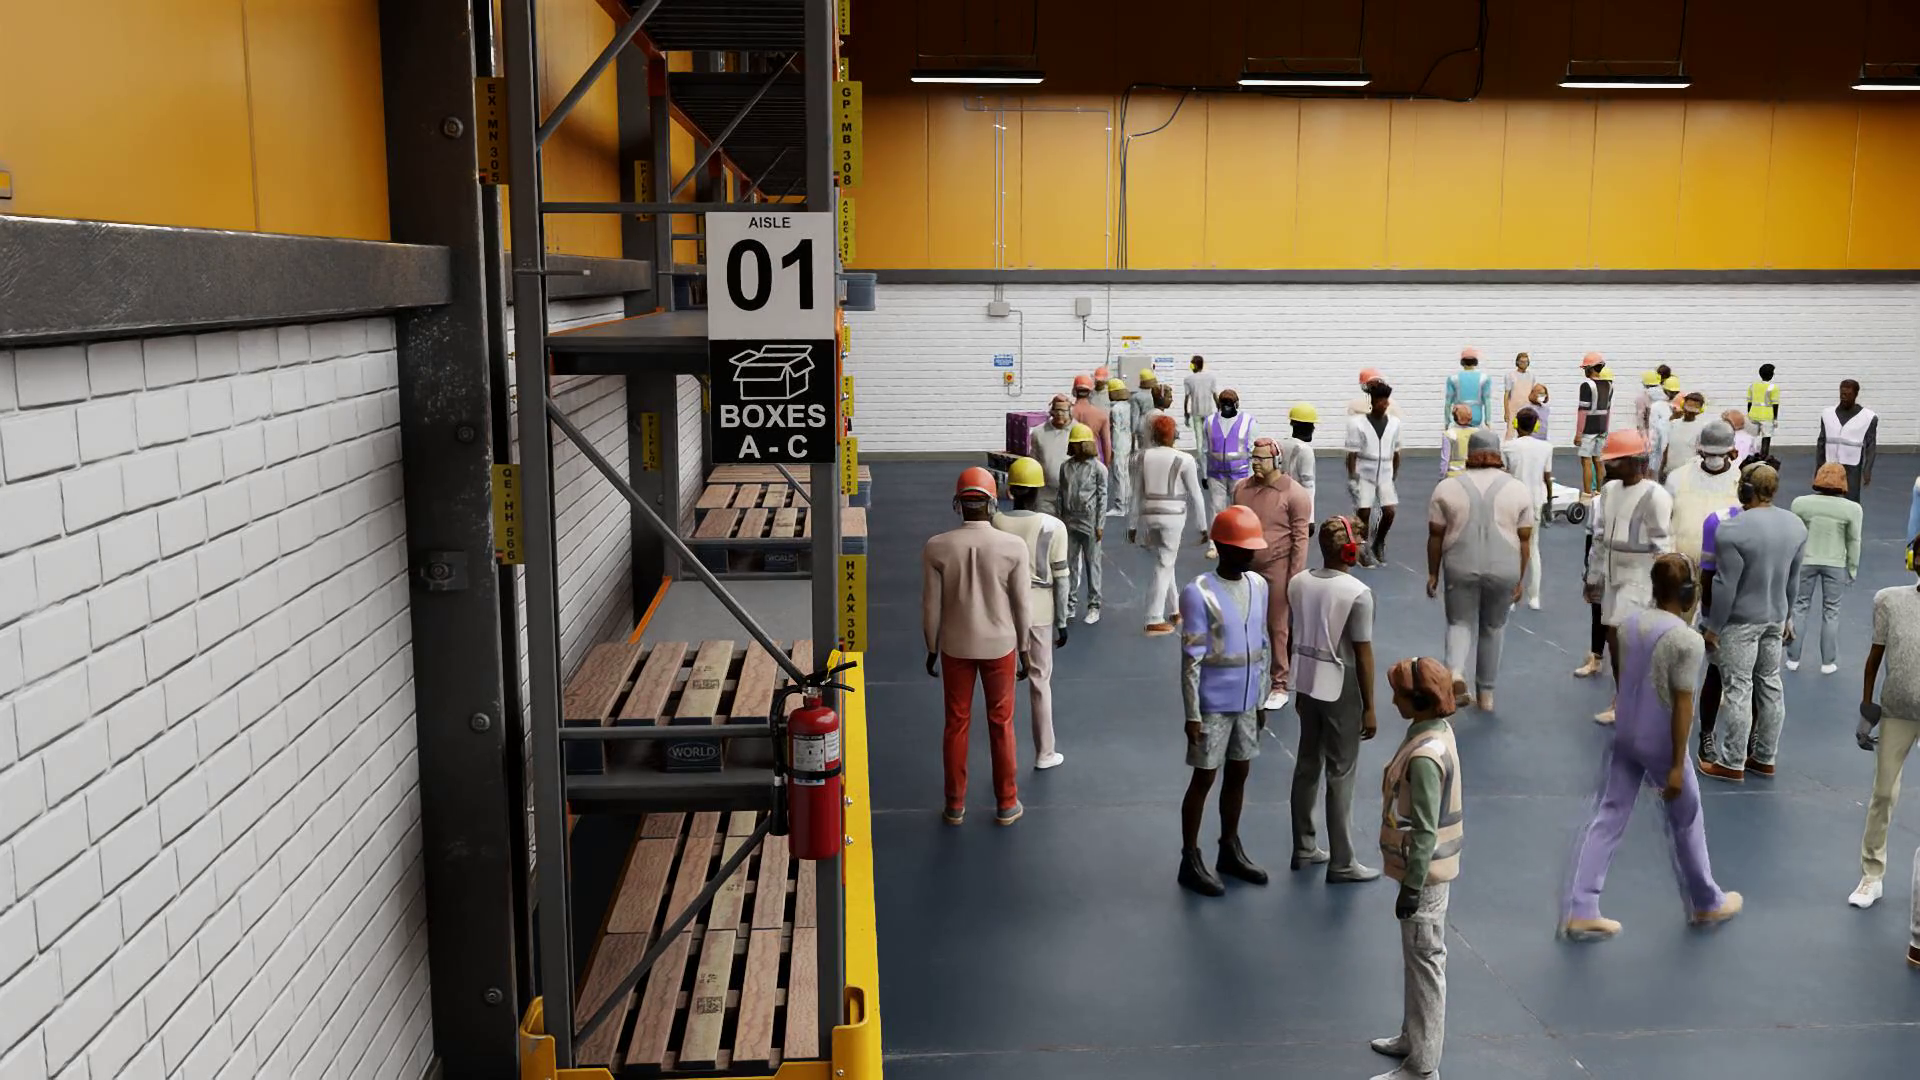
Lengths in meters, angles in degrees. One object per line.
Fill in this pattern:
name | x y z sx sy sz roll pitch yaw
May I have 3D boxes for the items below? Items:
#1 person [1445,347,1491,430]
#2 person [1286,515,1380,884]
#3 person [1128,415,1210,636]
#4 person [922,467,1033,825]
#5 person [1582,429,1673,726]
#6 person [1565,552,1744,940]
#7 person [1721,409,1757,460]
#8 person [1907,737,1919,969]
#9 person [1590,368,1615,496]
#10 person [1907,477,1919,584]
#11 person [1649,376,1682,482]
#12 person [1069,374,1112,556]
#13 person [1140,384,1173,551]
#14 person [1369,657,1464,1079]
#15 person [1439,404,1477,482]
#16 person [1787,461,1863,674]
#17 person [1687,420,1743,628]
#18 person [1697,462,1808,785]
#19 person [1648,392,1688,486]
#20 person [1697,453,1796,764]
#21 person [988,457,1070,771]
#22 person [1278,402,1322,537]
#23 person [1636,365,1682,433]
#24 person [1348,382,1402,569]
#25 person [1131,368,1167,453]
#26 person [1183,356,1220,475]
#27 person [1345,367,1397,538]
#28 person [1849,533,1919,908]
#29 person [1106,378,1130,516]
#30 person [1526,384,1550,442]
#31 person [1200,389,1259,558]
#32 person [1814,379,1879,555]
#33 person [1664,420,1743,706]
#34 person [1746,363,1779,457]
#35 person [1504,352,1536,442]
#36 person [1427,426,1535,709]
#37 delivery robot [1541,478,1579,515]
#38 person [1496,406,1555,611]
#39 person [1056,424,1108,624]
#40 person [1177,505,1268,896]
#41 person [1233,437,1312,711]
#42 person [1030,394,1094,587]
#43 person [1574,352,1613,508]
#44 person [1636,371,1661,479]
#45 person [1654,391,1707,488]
person | 7.217 -1.731 23.658 0.620 2.012 0.656 3 9 16
person | 1.851 0.793 8.343 0.388 1.847 0.563 -5 11 -31
person | 1.816 -0.140 14.214 0.647 1.832 0.902 7 12 39
person | 0.100 0.590 9.181 0.611 1.986 0.393 1 9 6
person | 4.445 0.266 11.136 0.429 2.012 0.649 -2 9 -14
person | 3.192 0.942 7.614 0.982 1.785 0.513 -4 10 -24
person | 8.174 -0.565 17.565 0.531 1.624 0.436 -1 9 -6
person | 4.374 0.952 7.224 0.572 1.887 0.356 -9 13 -44
person | 8.821 -1.484 22.895 0.308 1.769 0.524 8 12 41
person | 7.726 0.068 12.983 0.593 1.823 0.403 6 11 33
person | 9.101 -1.227 21.333 0.571 1.744 0.532 -1 9 -5
person | 1.339 -0.838 18.242 0.649 1.951 0.938 1 9 4
person | 2.182 -0.805 18.381 0.325 1.843 0.517 -2 9 -14
person | 1.716 1.235 6.218 0.308 1.640 0.514 3 9 16
person | 5.445 -0.658 18.101 0.513 1.641 0.309 -3 9 -17
person | 6.582 0.211 12.701 0.503 1.626 0.275 6 11 34
person | 6.252 -0.074 13.794 0.504 1.847 0.344 5 10 27
person | 4.716 0.494 9.934 0.628 1.940 0.373 -3 10 -20
person | 8.118 -0.820 18.875 0.544 1.710 0.635 -8 12 -42
person | 4.825 0.439 10.193 0.608 1.966 0.371 0 9 -2
person | 0.386 0.456 10.209 0.587 1.928 0.382 3 10 18
person | 2.973 -0.253 14.668 0.385 1.922 0.594 -3 9 -18
person | 9.566 -1.482 22.742 0.493 1.814 0.943 0 9 2
person | 4.263 -0.657 17.133 0.597 1.942 0.426 -1 9 -5
person | 2.692 -1.585 23.685 0.507 1.722 0.497 2 9 11
person | 3.699 -1.910 25.484 0.592 1.796 1.010 -1 9 -8
person | 4.774 -1.027 19.400 0.666 1.959 0.756 -1 9 -5
person | 4.537 0.853 7.884 0.510 1.877 0.328 6 11 32
person | 1.983 -1.169 21.009 0.304 1.739 0.485 4 10 22
person | 7.467 -1.212 21.601 0.502 1.631 0.285 -6 11 -32
person | 2.860 -0.696 17.756 0.619 1.836 0.431 4 10 23
person | 9.656 -0.804 18.156 0.373 1.914 0.596 -7 12 -38
person | 5.268 0.155 11.740 0.673 2.000 0.535 5 11 30
person | 12.237 -1.843 25.364 0.320 1.695 0.537 -5 10 -26
person | 8.681 -1.987 25.807 0.506 1.846 0.345 -2 9 -10
person | 3.596 0.191 11.519 0.695 2.000 0.719 3 9 17
delivery robot | 7.214 -0.519 20.335 0.707 0.478 0.477 -4 10 -25
person | 5.078 -0.278 15.052 0.627 1.855 0.366 0 9 -2
person | 1.050 -0.143 14.547 0.487 1.744 0.296 6 11 32
person | 1.317 0.784 8.151 0.541 1.929 0.382 -6 11 -34
person | 2.123 0.232 11.684 0.639 1.909 0.409 9 13 44
person | 0.964 -0.460 16.075 0.653 1.899 0.400 3 10 20
person | 8.241 -1.435 21.754 0.606 2.035 0.398 -7 11 -36
person | 9.531 -1.449 22.778 0.557 1.724 0.683 -3 10 -21
person | 7.566 -0.652 17.468 0.668 1.831 0.550 -4 10 -23
